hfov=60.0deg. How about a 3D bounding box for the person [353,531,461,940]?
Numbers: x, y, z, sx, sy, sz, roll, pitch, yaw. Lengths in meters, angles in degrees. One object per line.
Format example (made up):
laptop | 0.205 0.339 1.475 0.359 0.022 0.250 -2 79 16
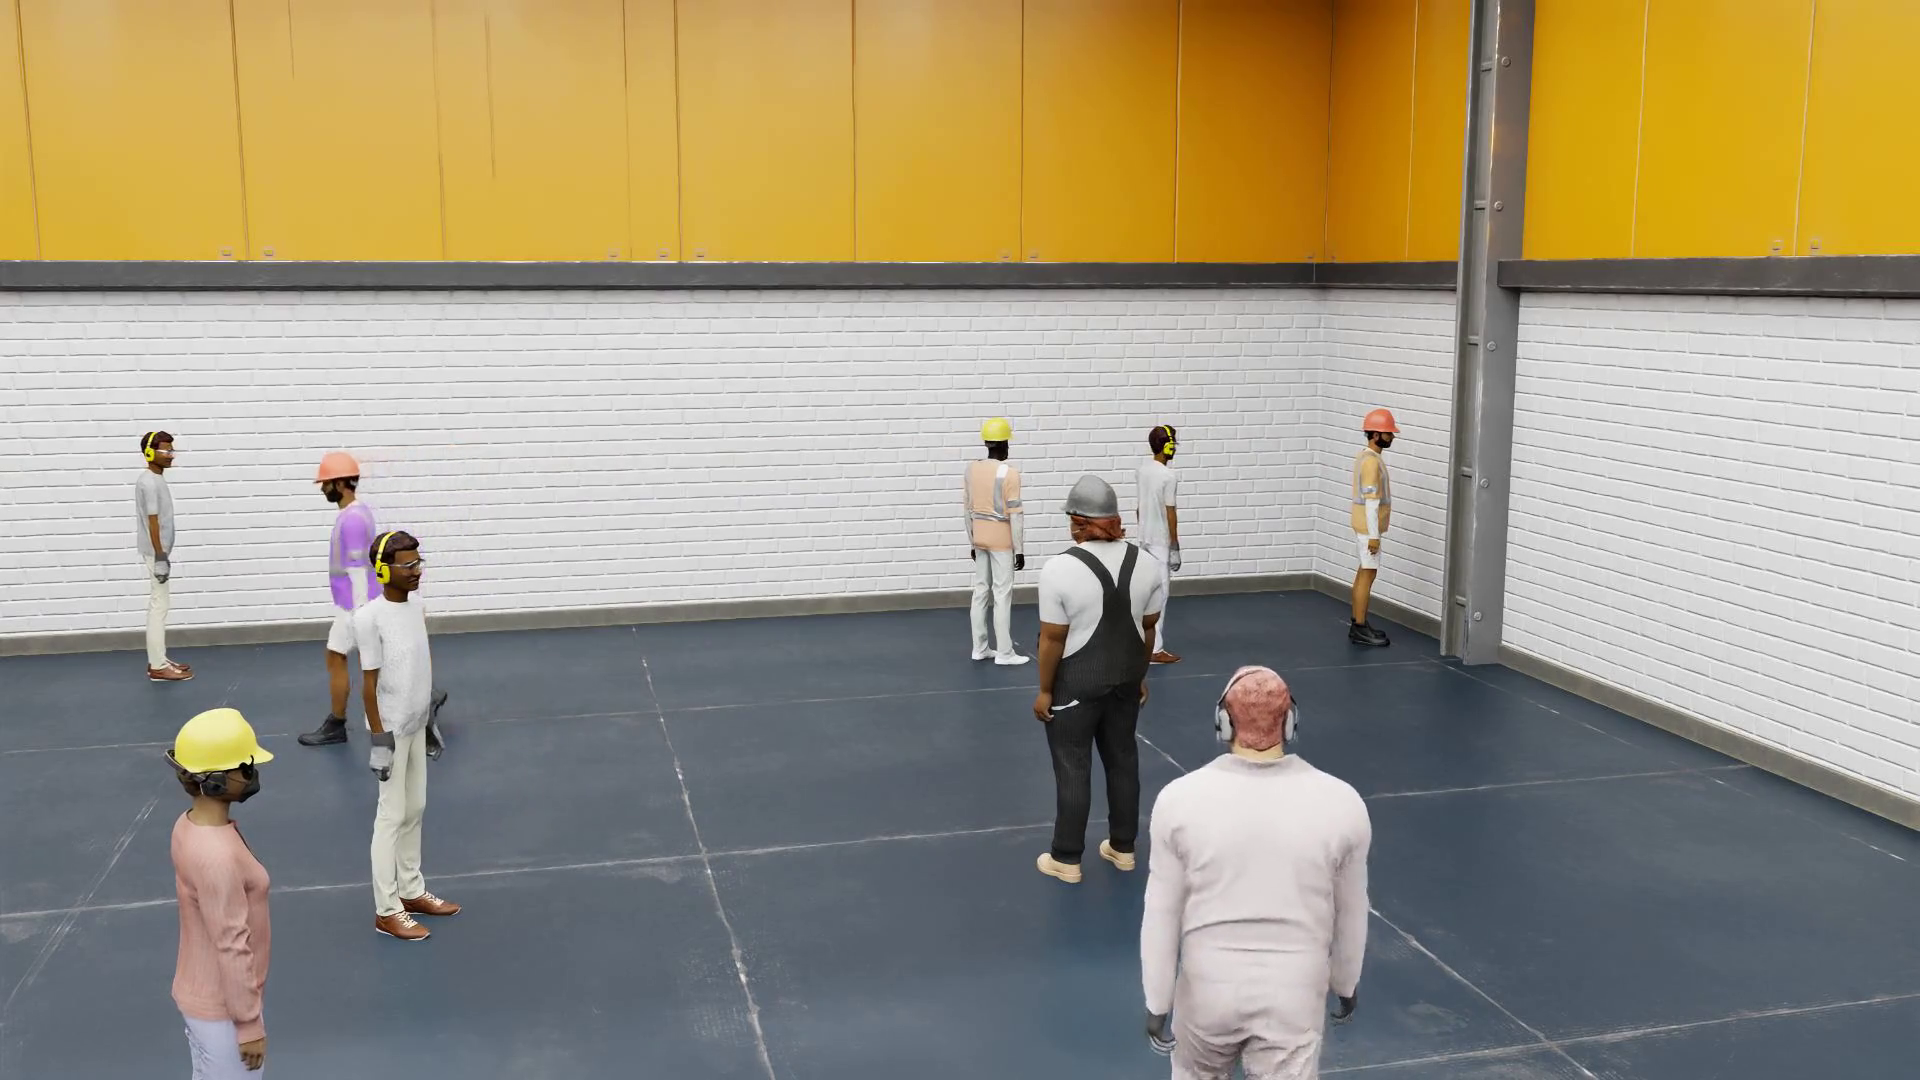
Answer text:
person | -2.552 0.882 7.651 0.328 1.872 0.509 2 9 10

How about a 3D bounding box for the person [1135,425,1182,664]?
person | 1.541 0.035 12.967 0.332 1.864 0.508 -5 10 -29

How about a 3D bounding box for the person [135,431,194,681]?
person | -5.976 0.116 12.446 0.327 1.865 0.514 -4 10 -25

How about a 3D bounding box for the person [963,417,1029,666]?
person | 0.279 0.013 12.885 0.361 1.930 0.587 -9 13 -44

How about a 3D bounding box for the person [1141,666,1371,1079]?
person | 0.871 1.310 4.943 0.663 1.888 0.574 1 9 6

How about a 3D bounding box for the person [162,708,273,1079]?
person | -2.165 1.367 4.948 0.310 1.769 0.522 -6 11 -34

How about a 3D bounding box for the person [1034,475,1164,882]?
person | 0.641 0.682 8.367 0.689 2.000 0.539 -5 10 -28

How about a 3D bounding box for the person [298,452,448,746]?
person | -3.829 0.371 10.772 0.868 1.906 0.559 -3 9 -16

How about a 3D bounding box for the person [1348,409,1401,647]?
person | 3.390 -0.106 13.606 0.364 1.935 0.553 2 9 9
